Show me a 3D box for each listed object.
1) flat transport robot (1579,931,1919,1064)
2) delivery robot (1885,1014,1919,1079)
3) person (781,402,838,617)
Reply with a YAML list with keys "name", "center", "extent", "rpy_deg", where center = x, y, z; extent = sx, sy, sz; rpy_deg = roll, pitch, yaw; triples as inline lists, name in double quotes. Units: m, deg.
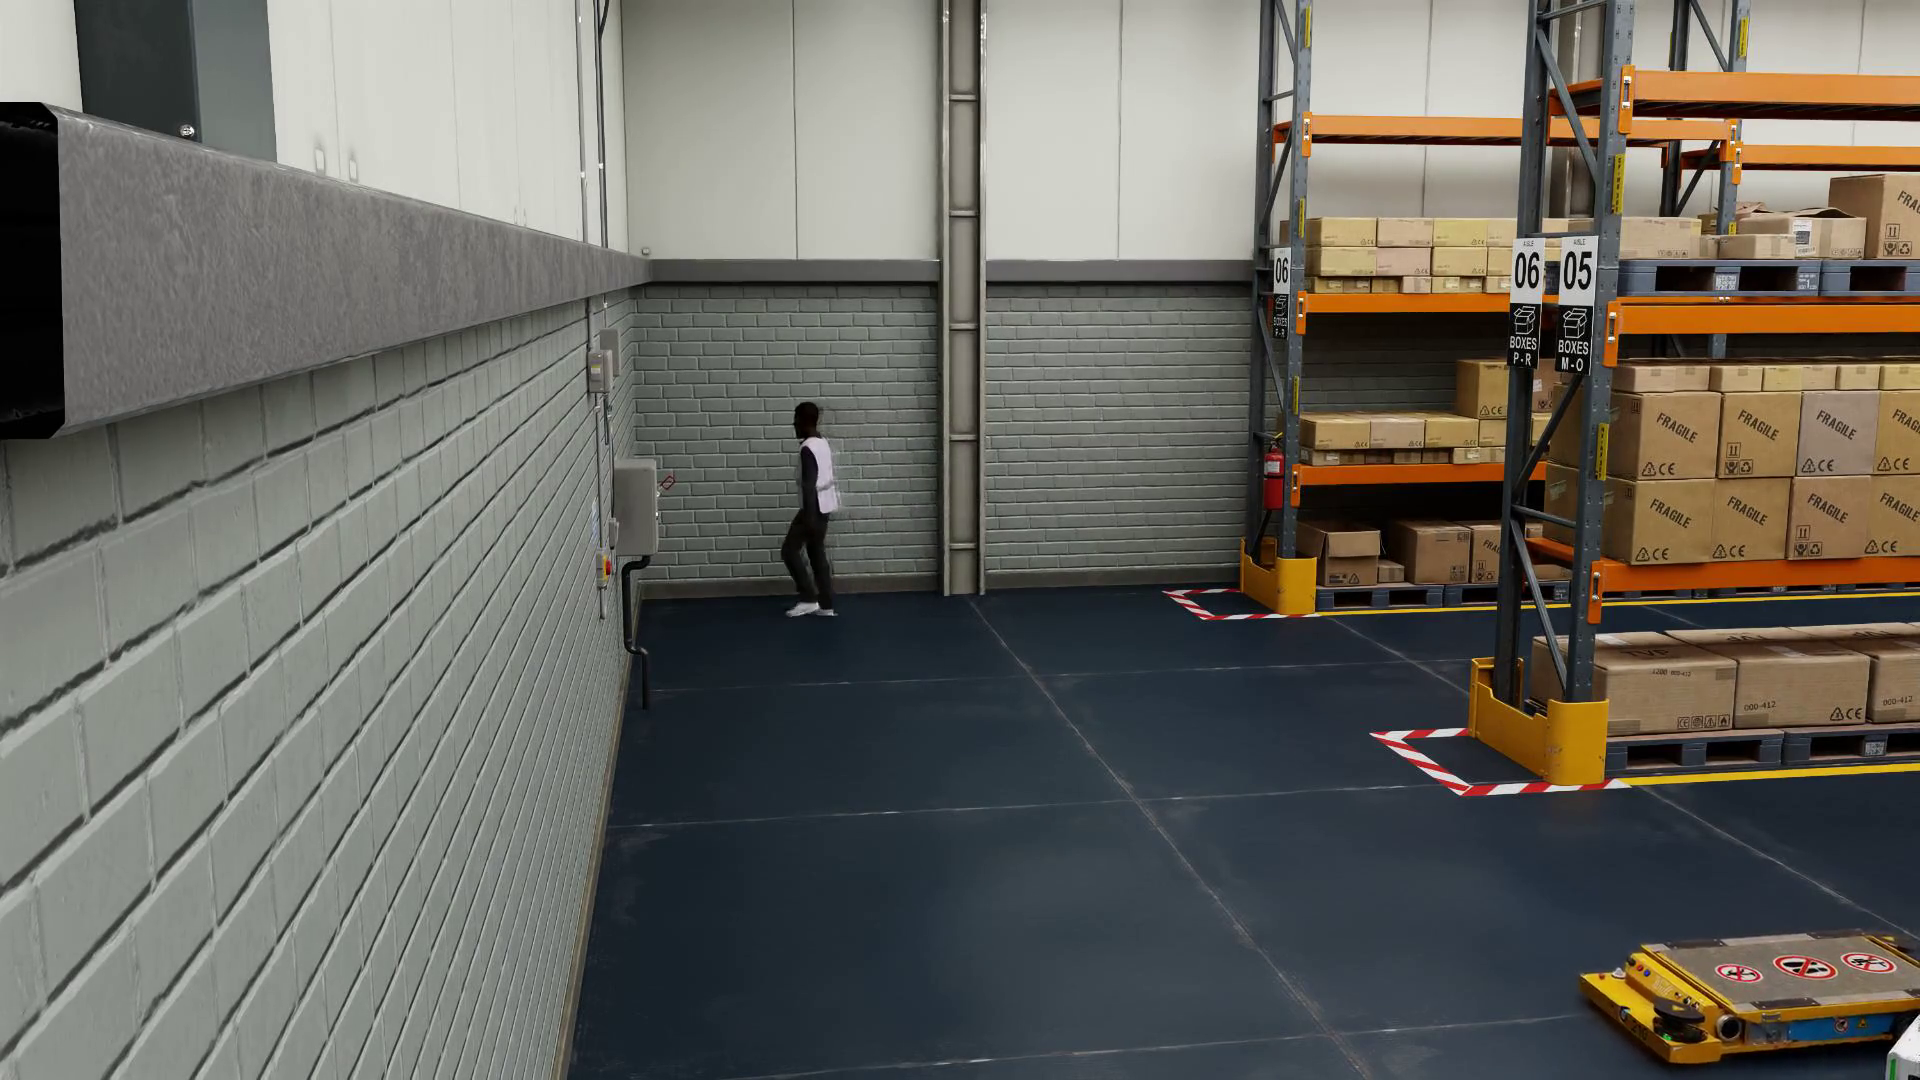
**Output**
- name: "flat transport robot"
  center: [3.332, 1.821, 6.706]
  extent: [1.431, 0.197, 0.652]
  rpy_deg: [-2, 9, -9]
- name: "delivery robot"
  center: [3.460, 1.790, 5.735]
  extent: [0.477, 0.478, 0.707]
  rpy_deg: [8, 12, 42]
- name: "person"
  center: [-1.357, -0.257, 14.529]
  extent: [0.562, 1.892, 0.623]
  rpy_deg: [1, 9, 7]
